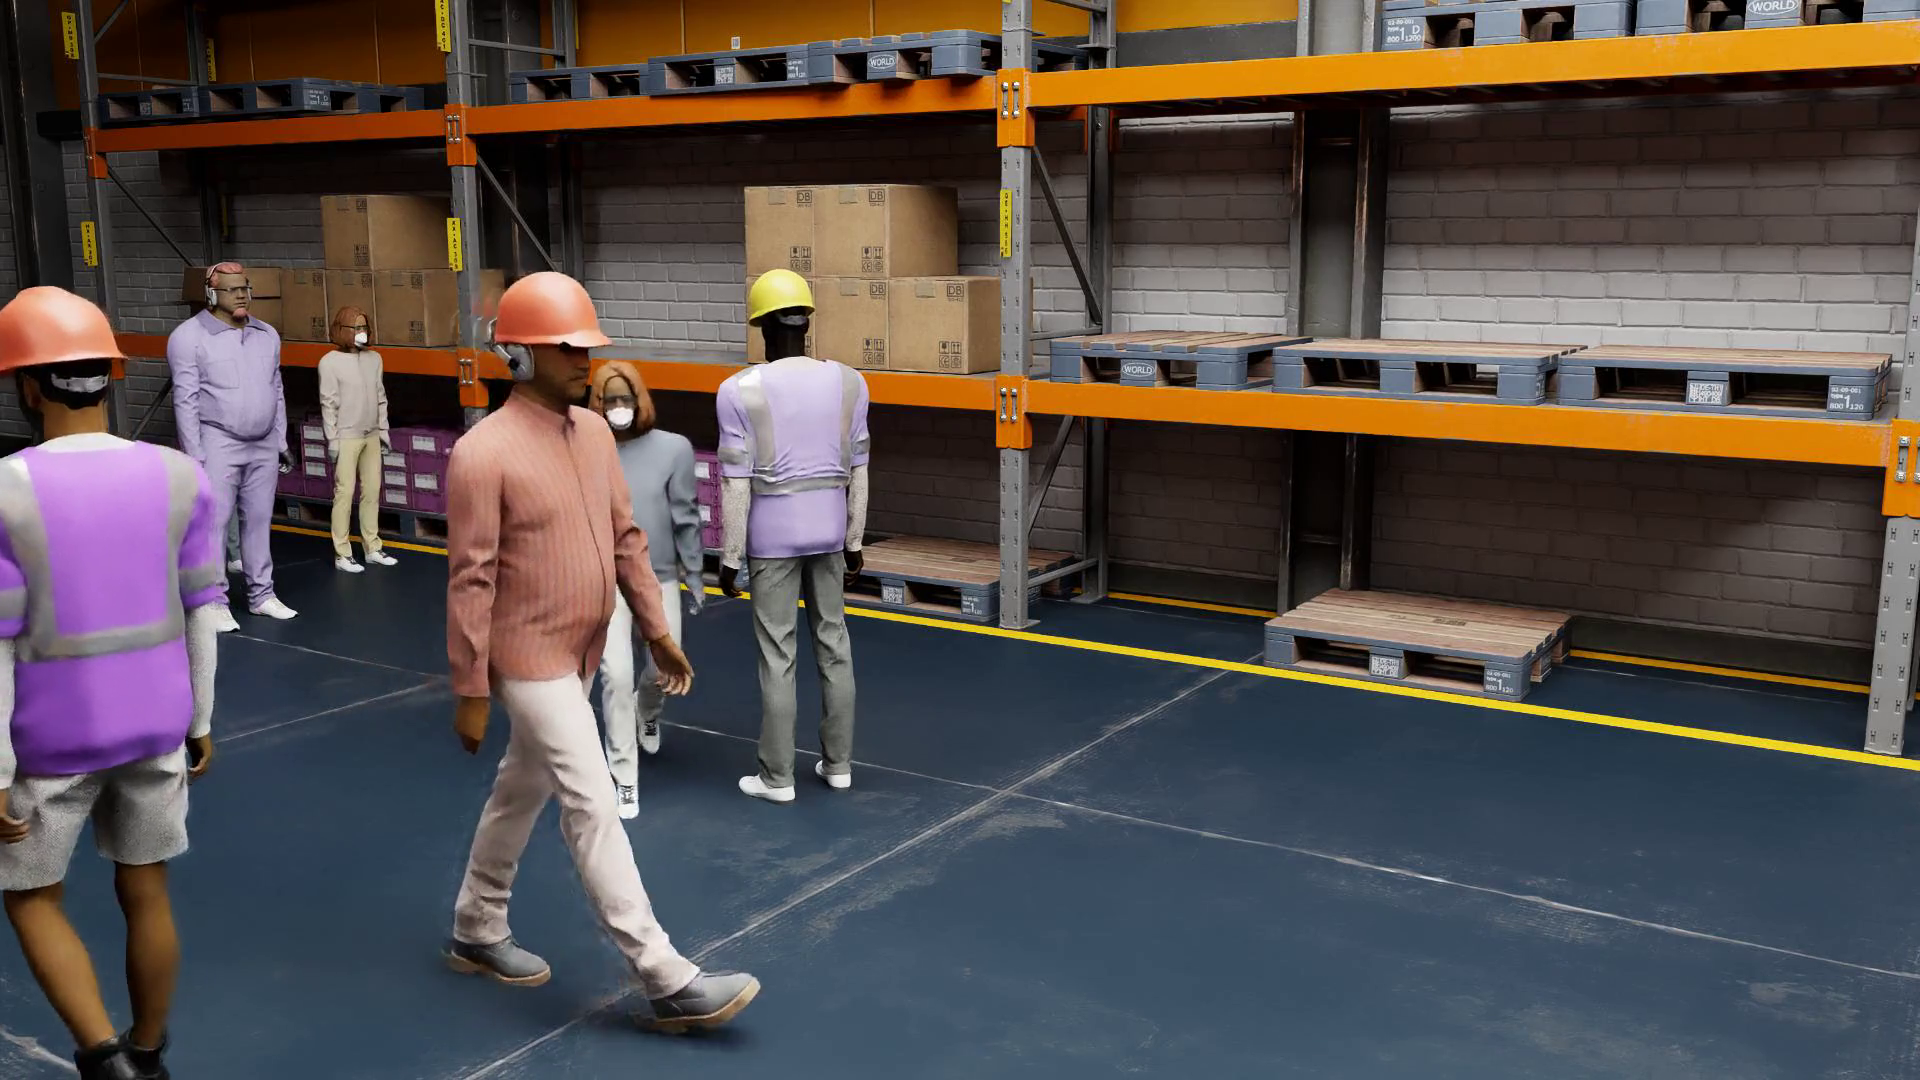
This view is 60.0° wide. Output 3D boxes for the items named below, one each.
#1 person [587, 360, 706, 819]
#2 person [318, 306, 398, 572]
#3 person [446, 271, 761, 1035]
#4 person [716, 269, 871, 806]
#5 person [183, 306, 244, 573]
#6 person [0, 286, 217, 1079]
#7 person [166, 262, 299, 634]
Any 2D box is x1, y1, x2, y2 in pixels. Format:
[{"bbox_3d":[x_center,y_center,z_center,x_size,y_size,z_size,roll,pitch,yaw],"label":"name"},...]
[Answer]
[{"bbox_3d":[-1.194,0.143,6.046,0.504,1.613,0.653,-3,11,-15],"label":"person"},{"bbox_3d":[-3.700,-0.617,10.204,0.283,1.625,0.494,4,11,23],"label":"person"},{"bbox_3d":[-0.990,0.289,4.300,1.025,1.938,0.610,3,11,16],"label":"person"},{"bbox_3d":[-0.602,-0.004,5.987,0.579,1.920,0.373,-6,12,-32],"label":"person"},{"bbox_3d":[-4.420,-0.574,9.939,0.287,1.632,0.501,6,12,31],"label":"person"},{"bbox_3d":[-1.892,0.413,3.663,0.536,1.930,0.552,9,14,41],"label":"person"},{"bbox_3d":[-3.771,-0.489,8.710,0.400,1.910,0.643,6,12,31],"label":"person"}]
